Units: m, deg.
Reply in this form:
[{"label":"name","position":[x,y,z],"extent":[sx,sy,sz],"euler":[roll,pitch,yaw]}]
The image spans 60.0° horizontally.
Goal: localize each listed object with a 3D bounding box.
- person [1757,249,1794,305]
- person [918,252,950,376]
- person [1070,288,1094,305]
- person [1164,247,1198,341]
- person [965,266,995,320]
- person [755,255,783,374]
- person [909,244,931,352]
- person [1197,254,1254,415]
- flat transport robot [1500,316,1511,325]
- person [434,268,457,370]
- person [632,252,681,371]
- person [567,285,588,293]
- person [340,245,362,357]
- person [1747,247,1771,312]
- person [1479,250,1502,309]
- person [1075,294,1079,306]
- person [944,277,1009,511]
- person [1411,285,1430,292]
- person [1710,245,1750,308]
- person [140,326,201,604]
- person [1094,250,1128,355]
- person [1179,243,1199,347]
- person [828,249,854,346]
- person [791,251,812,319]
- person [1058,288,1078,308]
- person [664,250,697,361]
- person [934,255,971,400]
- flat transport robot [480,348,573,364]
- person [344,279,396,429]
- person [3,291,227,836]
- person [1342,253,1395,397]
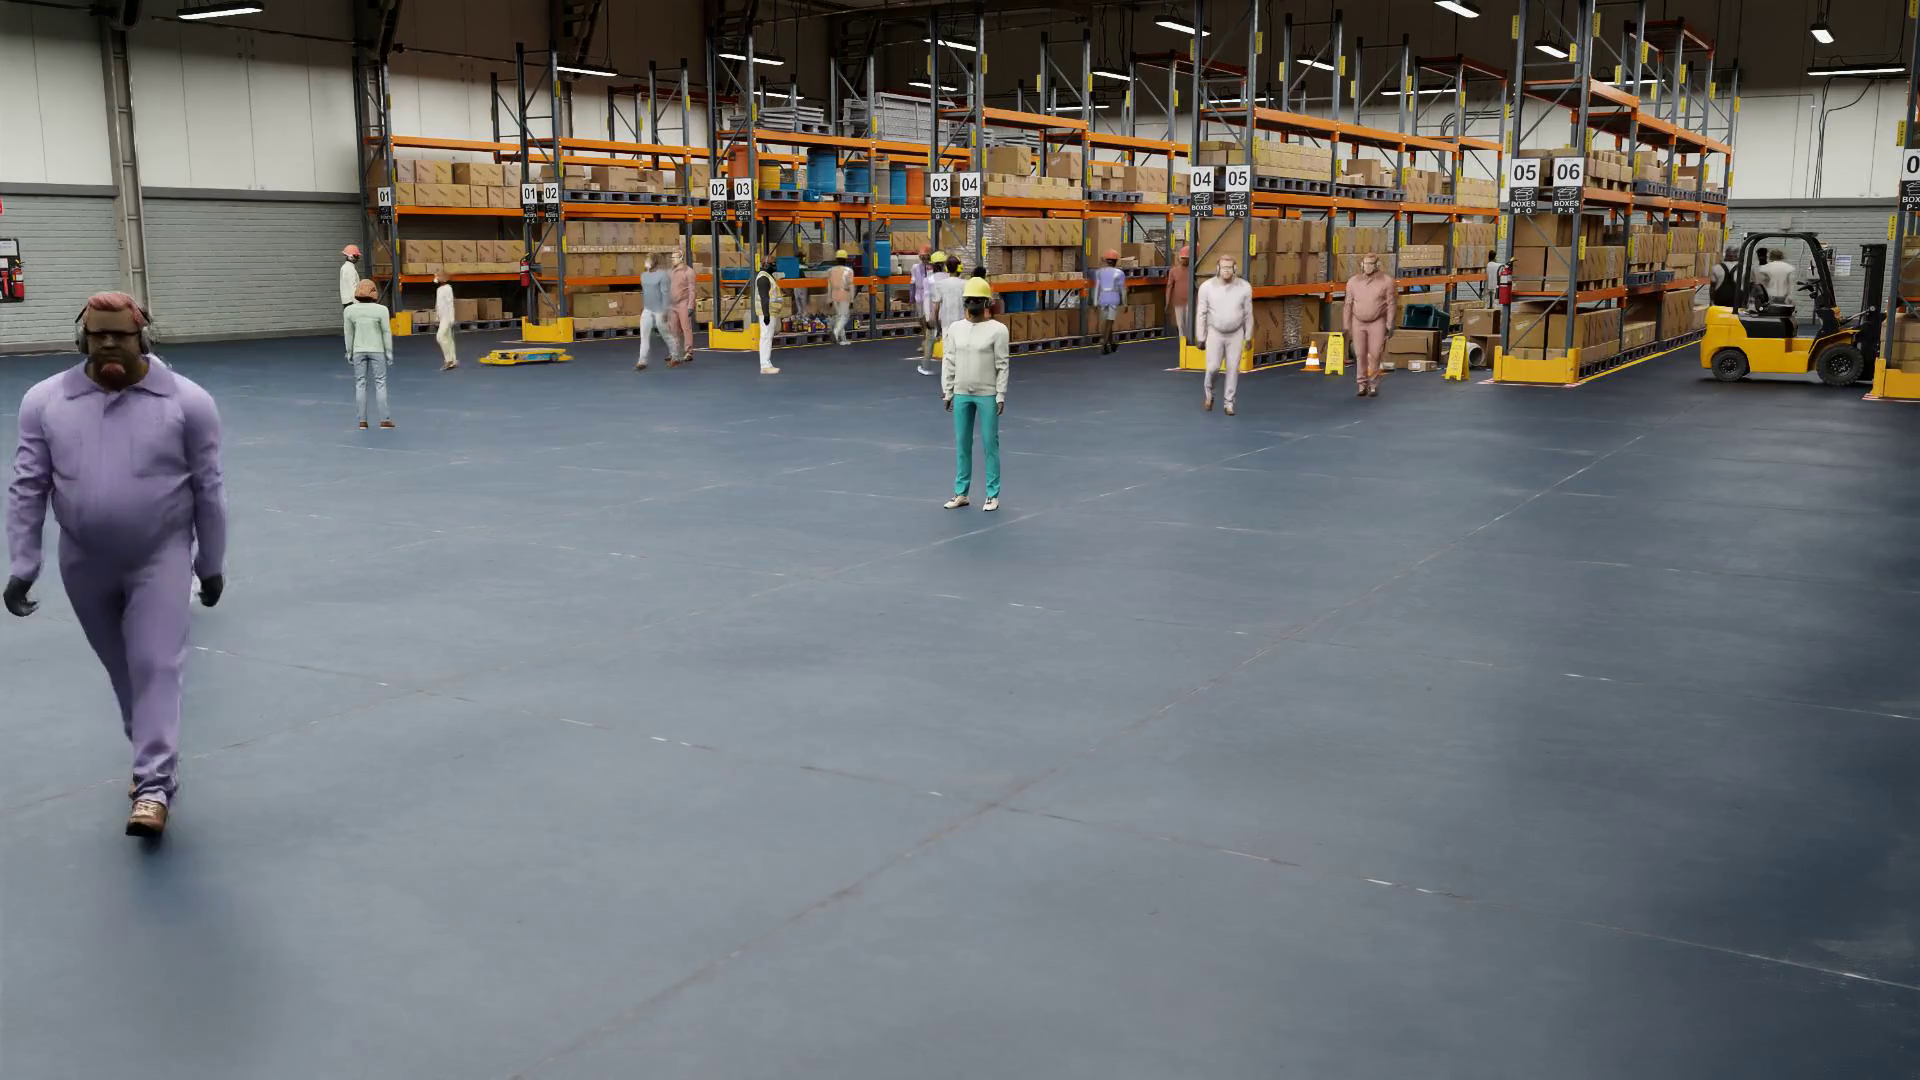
[{"label":"person","position":[16.005,-4.760,32.701],"extent":[0.642,1.911,0.572],"euler":[1,10,4]},{"label":"person","position":[-0.334,-3.410,25.235],"extent":[0.597,1.886,0.857],"euler":[-4,11,-22]},{"label":"person","position":[2.893,-5.954,39.741],"extent":[0.879,1.787,0.582],"euler":[-7,12,-33]},{"label":"person","position":[3.887,-4.106,28.929],"extent":[0.627,1.950,0.964],"euler":[4,11,21]},{"label":"person","position":[0.261,-3.475,26.199],"extent":[0.541,1.675,0.724],"euler":[4,11,20]},{"label":"person","position":[-2.976,-3.518,25.951],"extent":[0.428,1.842,0.631],"euler":[0,10,0]},{"label":"person","position":[-0.614,-4.535,31.174],"extent":[0.618,2.019,0.842],"euler":[6,12,29]},{"label":"person","position":[3.137,-2.414,19.639],"extent":[0.660,1.894,0.423],"euler":[0,10,0]},{"label":"flat transport robot","position":[13.348,-5.391,40.844],"extent":[0.652,0.197,1.431],"euler":[5,11,27]},{"label":"person","position":[-8.264,-3.514,26.537],"extent":[0.462,1.615,0.533],"euler":[-7,12,-34]},{"label":"person","position":[-4.863,-3.670,26.675],"extent":[0.641,1.896,0.998],"euler":[7,12,33]},{"label":"person","position":[-8.529,-5.537,37.029],"extent":[0.585,1.922,0.457],"euler":[5,11,25]},{"label":"person","position":[-10.731,-4.209,29.401],"extent":[0.396,1.990,0.621],"euler":[-7,12,-33]},{"label":"person","position":[16.902,-5.183,34.991],"extent":[0.514,1.939,0.658],"euler":[-9,13,-40]},{"label":"person","position":[12.541,-5.911,39.318],"extent":[0.515,1.860,0.325],"euler":[3,10,14]},{"label":"person","position":[3.377,-7.201,46.347],"extent":[0.590,1.933,0.639],"euler":[-10,14,-44]},{"label":"person","position":[0.120,-1.103,12.631],"extent":[0.525,1.772,0.304],"euler":[5,11,25]},{"label":"person","position":[11.295,-6.074,40.822],"extent":[0.909,1.639,0.543],"euler":[-4,11,-22]},{"label":"person","position":[14.462,-4.568,31.273],"extent":[0.684,2.000,0.970],"euler":[6,12,30]},{"label":"person","position":[-4.429,-0.436,8.983],"extent":[0.514,1.728,0.396],"euler":[6,12,30]},{"label":"person","position":[2.795,-4.353,30.498],"extent":[0.574,1.881,0.992],"euler":[5,11,28]},{"label":"person","position":[4.542,-4.738,32.231],"extent":[0.609,2.040,0.394],"euler":[7,12,35]},{"label":"person","position":[-2.365,-4.762,32.747],"extent":[0.591,1.908,0.704],"euler":[5,11,28]},{"label":"person","position":[-3.447,-5.286,35.836],"extent":[0.514,1.858,0.474],"euler":[5,11,27]},{"label":"person","position":[2.630,-6.096,40.402],"extent":[0.624,1.841,0.430],"euler":[9,13,40]},{"label":"person","position":[-4.836,-4.028,28.630],"extent":[0.639,1.908,0.409],"euler":[7,12,33]},{"label":"person","position":[-0.083,-2.744,21.553],"extent":[0.516,1.865,0.325],"euler":[1,10,7]},{"label":"flat transport robot","position":[-7.328,-3.118,28.113],"extent":[0.652,0.197,1.431],"euler":[8,13,38]},{"label":"person","position":[-6.455,-2.026,18.178],"extent":[0.502,1.632,0.277],"euler":[0,10,-1]},{"label":"person","position":[-2.925,0.073,5.796],"extent":[0.656,1.853,0.986],"euler":[-2,10,-11]},{"label":"person","position":[5.361,-2.829,21.944],"extent":[0.673,1.888,0.654],"euler":[5,11,24]}]
